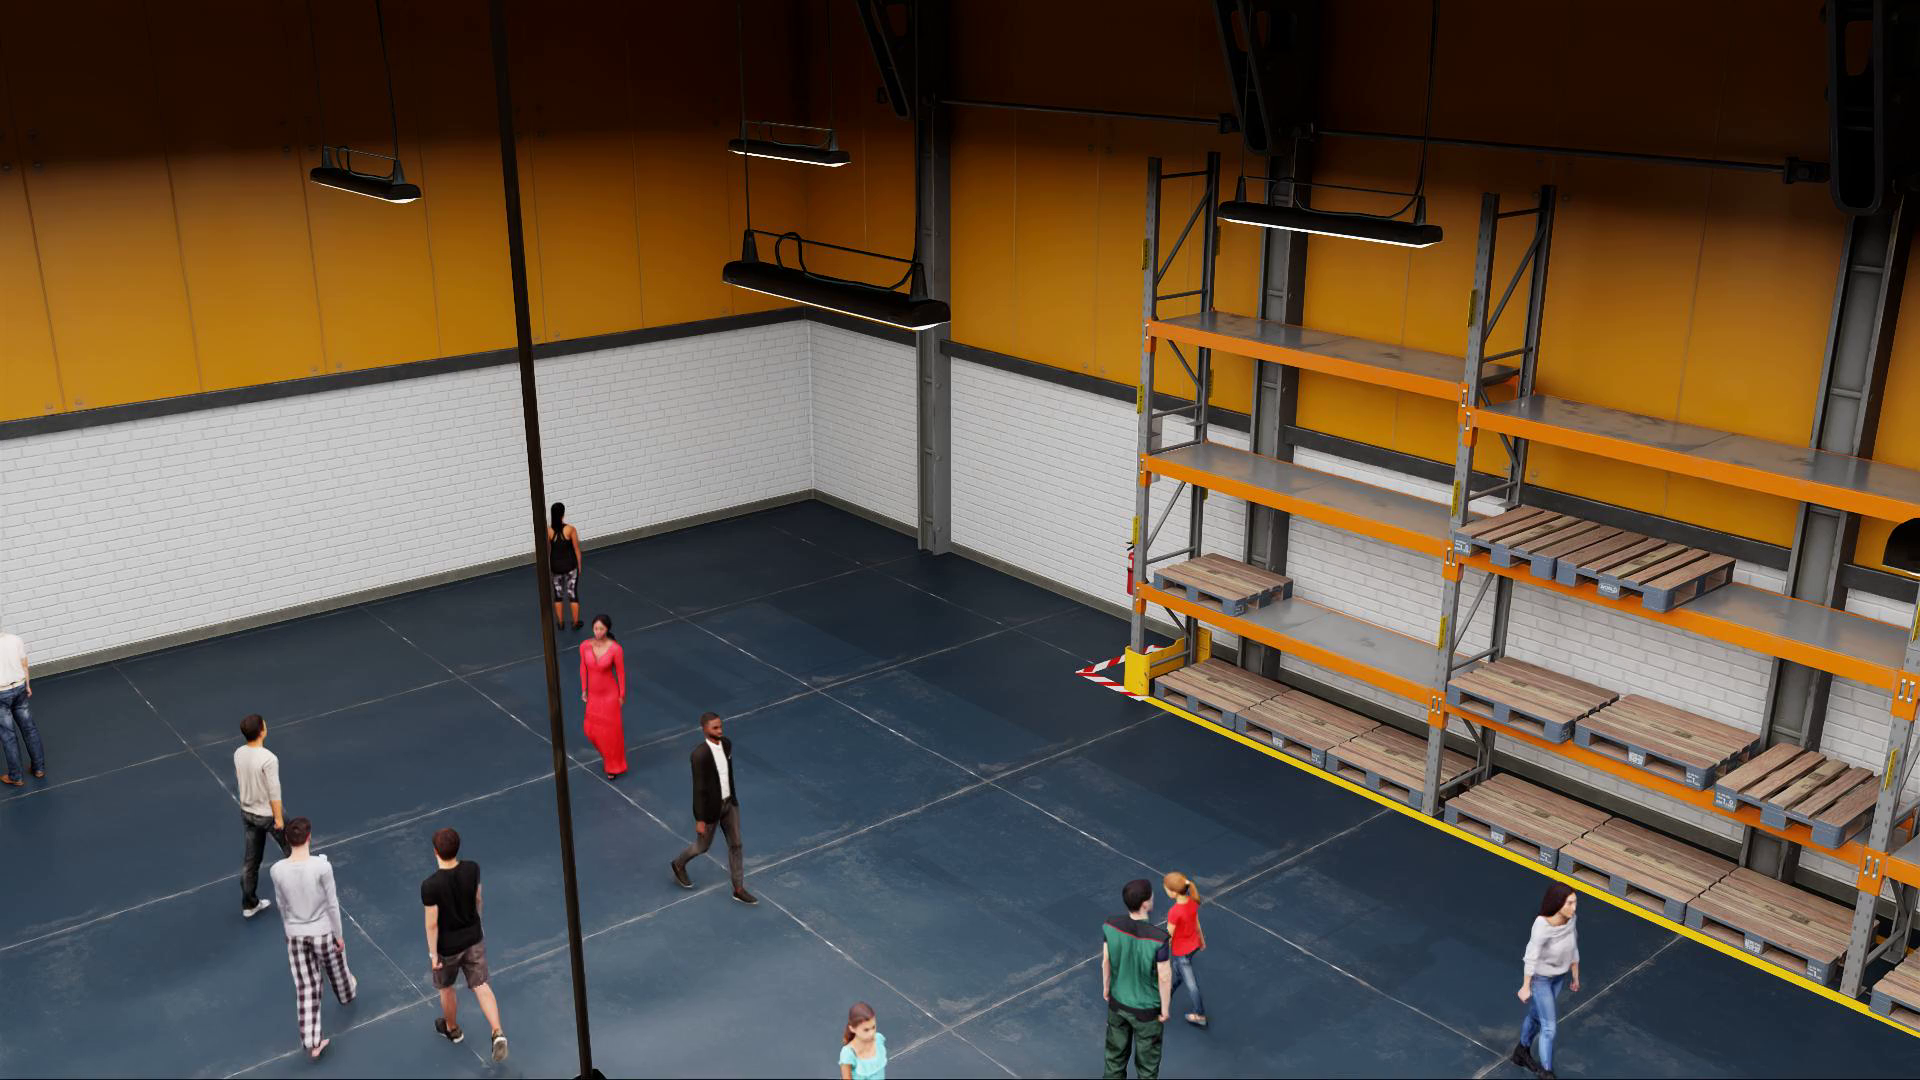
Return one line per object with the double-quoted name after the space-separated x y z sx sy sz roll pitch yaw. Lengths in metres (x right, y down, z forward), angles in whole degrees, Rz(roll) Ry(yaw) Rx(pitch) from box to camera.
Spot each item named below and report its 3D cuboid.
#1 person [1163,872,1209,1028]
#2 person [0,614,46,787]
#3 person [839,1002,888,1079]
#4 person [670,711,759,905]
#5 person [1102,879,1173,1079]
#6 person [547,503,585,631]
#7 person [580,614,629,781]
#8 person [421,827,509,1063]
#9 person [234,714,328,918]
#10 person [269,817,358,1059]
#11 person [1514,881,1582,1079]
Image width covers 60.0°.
1.793 3.179 12.818 0.848 1.282 0.628 16 24 39 "person"
-9.567 1.561 16.723 0.694 1.857 0.732 11 21 29 "person"
-0.700 3.684 10.934 0.541 1.527 0.944 -16 24 -38 "person"
-2.219 2.335 14.564 1.241 1.768 0.911 12 22 32 "person"
1.232 3.244 11.660 0.620 1.899 0.792 12 22 31 "person"
-4.949 0.311 20.731 0.657 1.666 0.692 -1 19 -2 "person"
-3.573 1.560 16.863 0.811 1.769 0.870 3 19 9 "person"
-3.681 3.032 12.391 0.688 1.833 1.144 -17 25 -42 "person"
-6.089 2.405 14.346 1.175 1.774 1.088 7 20 21 "person"
-4.899 3.021 12.487 1.078 1.793 1.254 -1 19 -4 "person"
4.242 3.204 12.221 0.660 1.616 0.776 -13 23 -34 "person"
